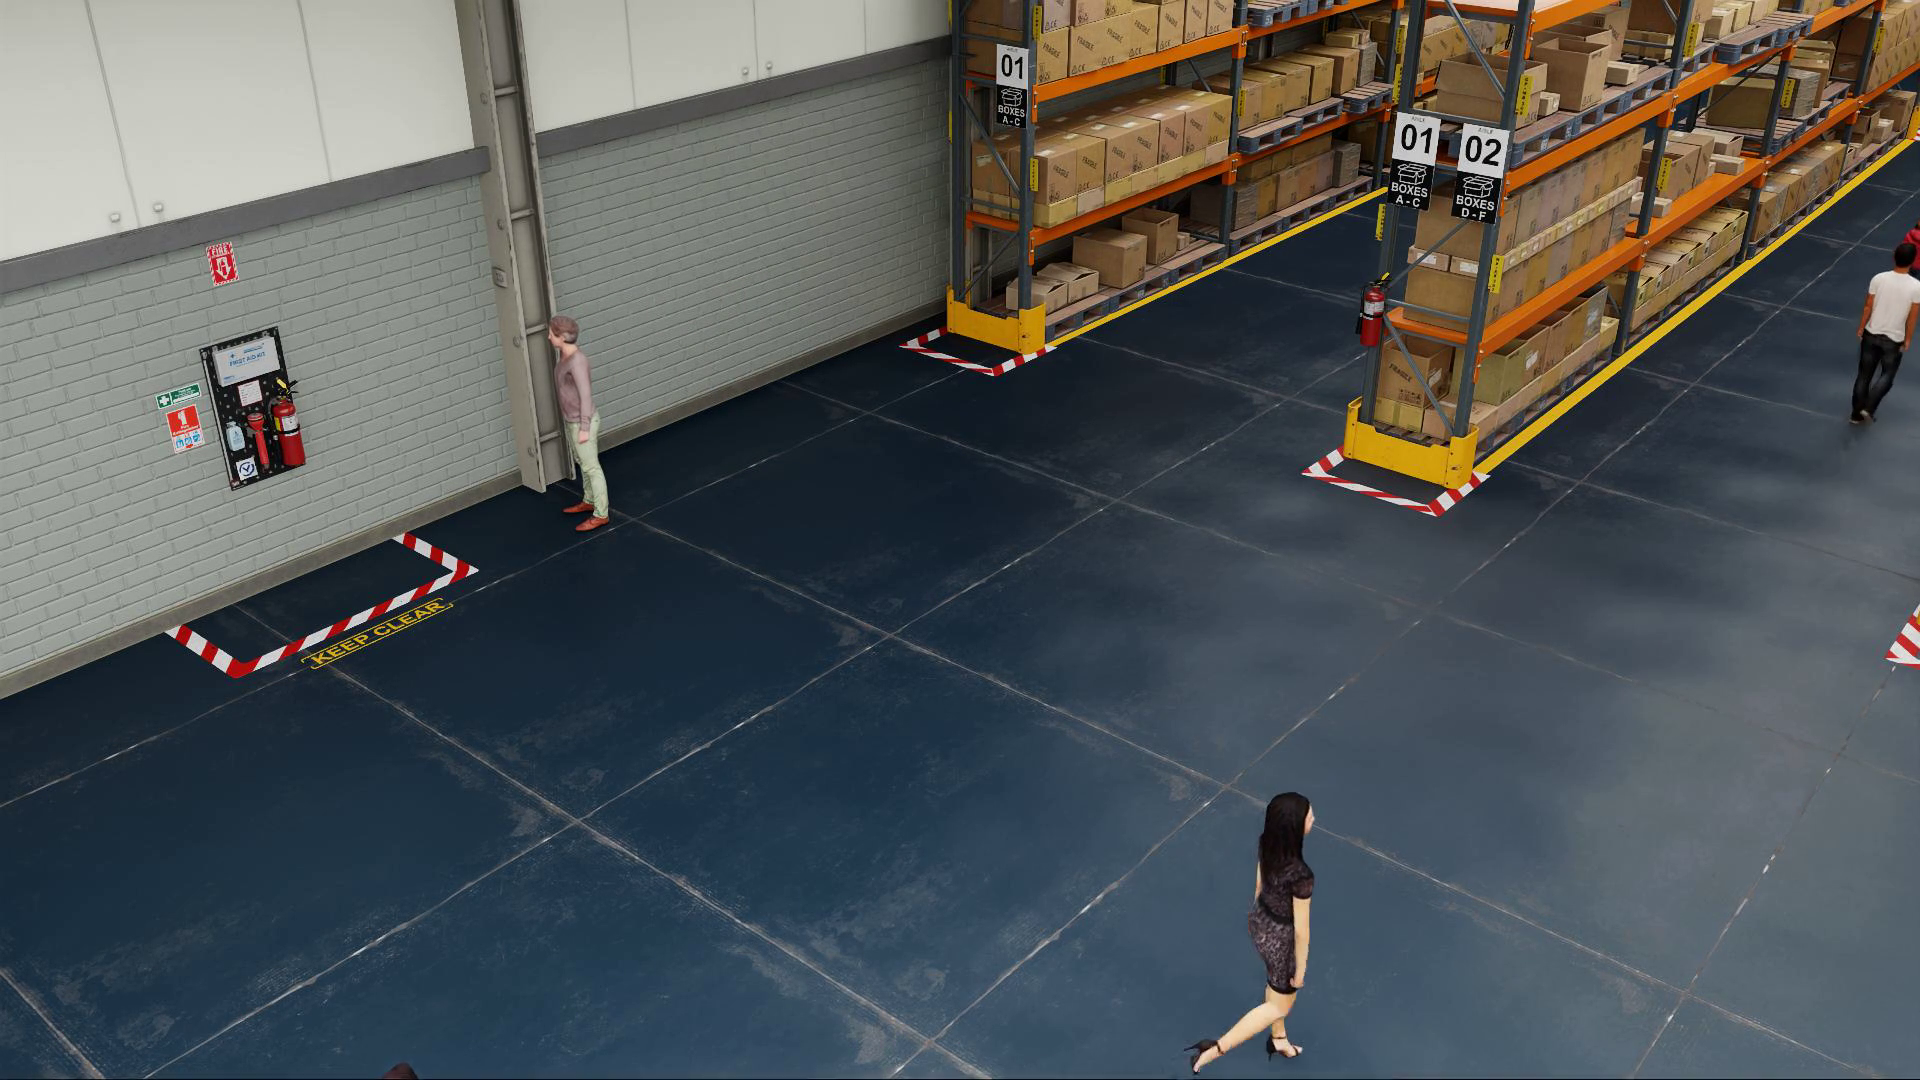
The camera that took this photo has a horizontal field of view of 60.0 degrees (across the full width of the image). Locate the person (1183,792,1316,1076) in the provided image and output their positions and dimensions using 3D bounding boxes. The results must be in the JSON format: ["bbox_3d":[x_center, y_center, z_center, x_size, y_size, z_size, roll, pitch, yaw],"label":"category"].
[{"bbox_3d":[1.516,2.042,8.350,1.077,1.774,0.897,-10,30,-19],"label":"person"}]

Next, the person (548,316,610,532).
[{"bbox_3d":[-3.190,-0.997,13.957,0.731,1.869,0.764,-13,31,-23],"label":"person"}]

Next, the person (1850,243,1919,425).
[{"bbox_3d":[8.720,-1.912,15.756,0.624,1.792,0.700,22,35,35],"label":"person"}]
